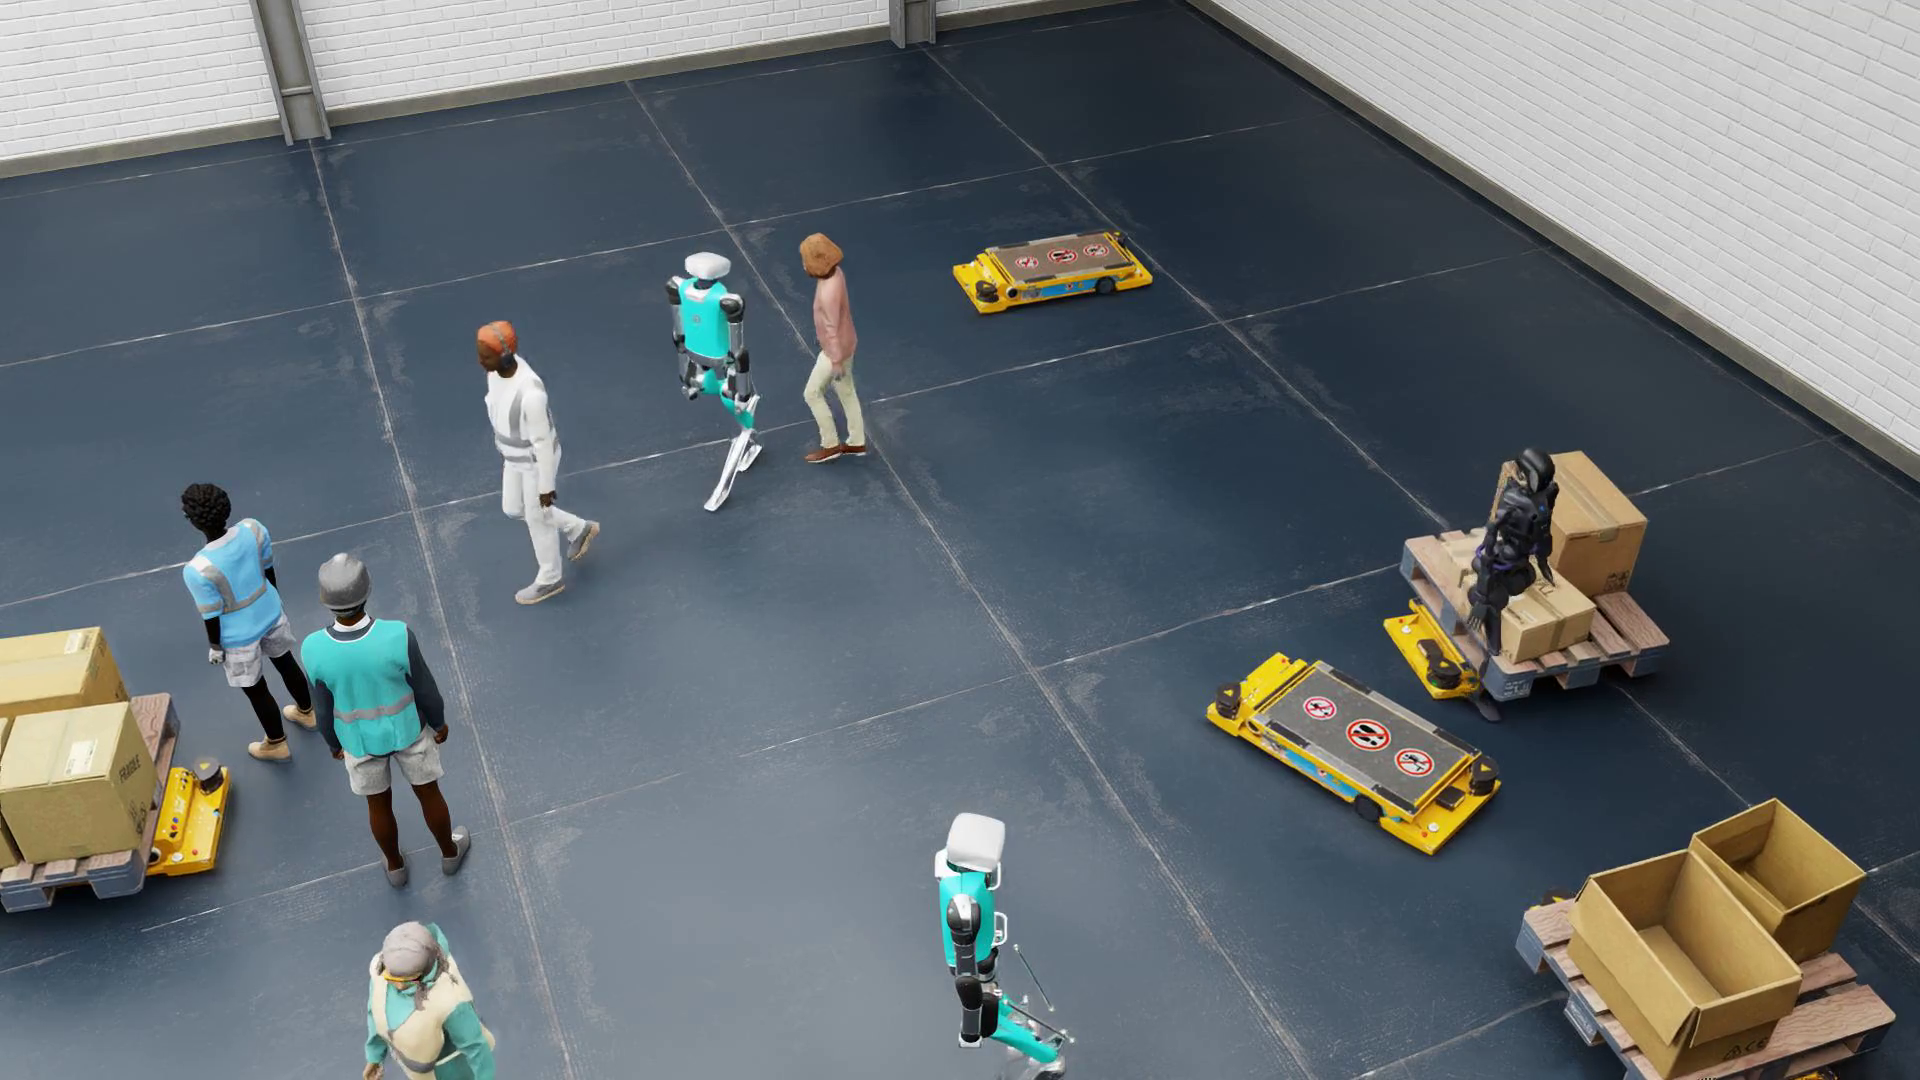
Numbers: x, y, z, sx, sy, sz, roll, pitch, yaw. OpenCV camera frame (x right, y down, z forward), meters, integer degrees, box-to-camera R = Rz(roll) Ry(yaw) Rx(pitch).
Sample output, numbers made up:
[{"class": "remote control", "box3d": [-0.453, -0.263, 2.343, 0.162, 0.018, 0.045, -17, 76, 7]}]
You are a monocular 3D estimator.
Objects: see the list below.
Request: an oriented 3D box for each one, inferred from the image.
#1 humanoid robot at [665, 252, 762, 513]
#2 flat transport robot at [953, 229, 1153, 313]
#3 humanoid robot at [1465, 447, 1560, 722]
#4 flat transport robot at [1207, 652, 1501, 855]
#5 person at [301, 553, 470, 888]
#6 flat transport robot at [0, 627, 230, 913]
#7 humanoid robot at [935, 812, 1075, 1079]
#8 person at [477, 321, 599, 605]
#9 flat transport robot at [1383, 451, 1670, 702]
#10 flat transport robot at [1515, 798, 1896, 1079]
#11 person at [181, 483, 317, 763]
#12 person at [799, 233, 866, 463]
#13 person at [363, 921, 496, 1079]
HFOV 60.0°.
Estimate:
[{"class": "humanoid robot", "box3d": [-1.420, -1.093, 10.496, 0.536, 1.770, 0.947, 18, 41, 22]}, {"class": "flat transport robot", "box3d": [0.726, -2.111, 13.021, 1.431, 0.231, 0.659, -12, 39, -15]}, {"class": "humanoid robot", "box3d": [2.966, 0.213, 8.842, 0.598, 1.650, 0.499, -25, 44, -29]}, {"class": "flat transport robot", "box3d": [2.086, 1.081, 8.866, 1.431, 0.231, 0.659, 31, 47, 34]}, {"class": "person", "box3d": [-2.684, 0.882, 7.755, 0.564, 1.939, 0.410, -10, 39, -12]}, {"class": "flat transport robot", "box3d": [-4.480, 1.472, 8.358, 1.431, 0.231, 0.659, -7, 38, -9]}, {"class": "humanoid robot", "box3d": [0.226, 1.829, 6.742, 0.667, 1.871, 0.542, 1, 38, 1]}, {"class": "person", "box3d": [-2.442, -0.468, 9.569, 0.522, 1.871, 0.601, -24, 43, -27]}, {"class": "flat transport robot", "box3d": [3.247, 0.535, 9.577, 1.431, 0.231, 0.659, -9, 38, -11]}, {"class": "flat transport robot", "box3d": [3.259, 2.115, 7.521, 0.659, 0.231, 1.431, -11, 39, -14]}, {"class": "person", "box3d": [-3.671, 0.424, 8.548, 0.316, 1.695, 0.541, 13, 39, 16]}, {"class": "person", "box3d": [-0.870, -1.233, 10.768, 0.530, 1.613, 0.518, 2, 38, 3]}, {"class": "person", "box3d": [-2.022, 2.040, 6.459, 0.637, 1.668, 0.456, -29, 46, -32]}]
